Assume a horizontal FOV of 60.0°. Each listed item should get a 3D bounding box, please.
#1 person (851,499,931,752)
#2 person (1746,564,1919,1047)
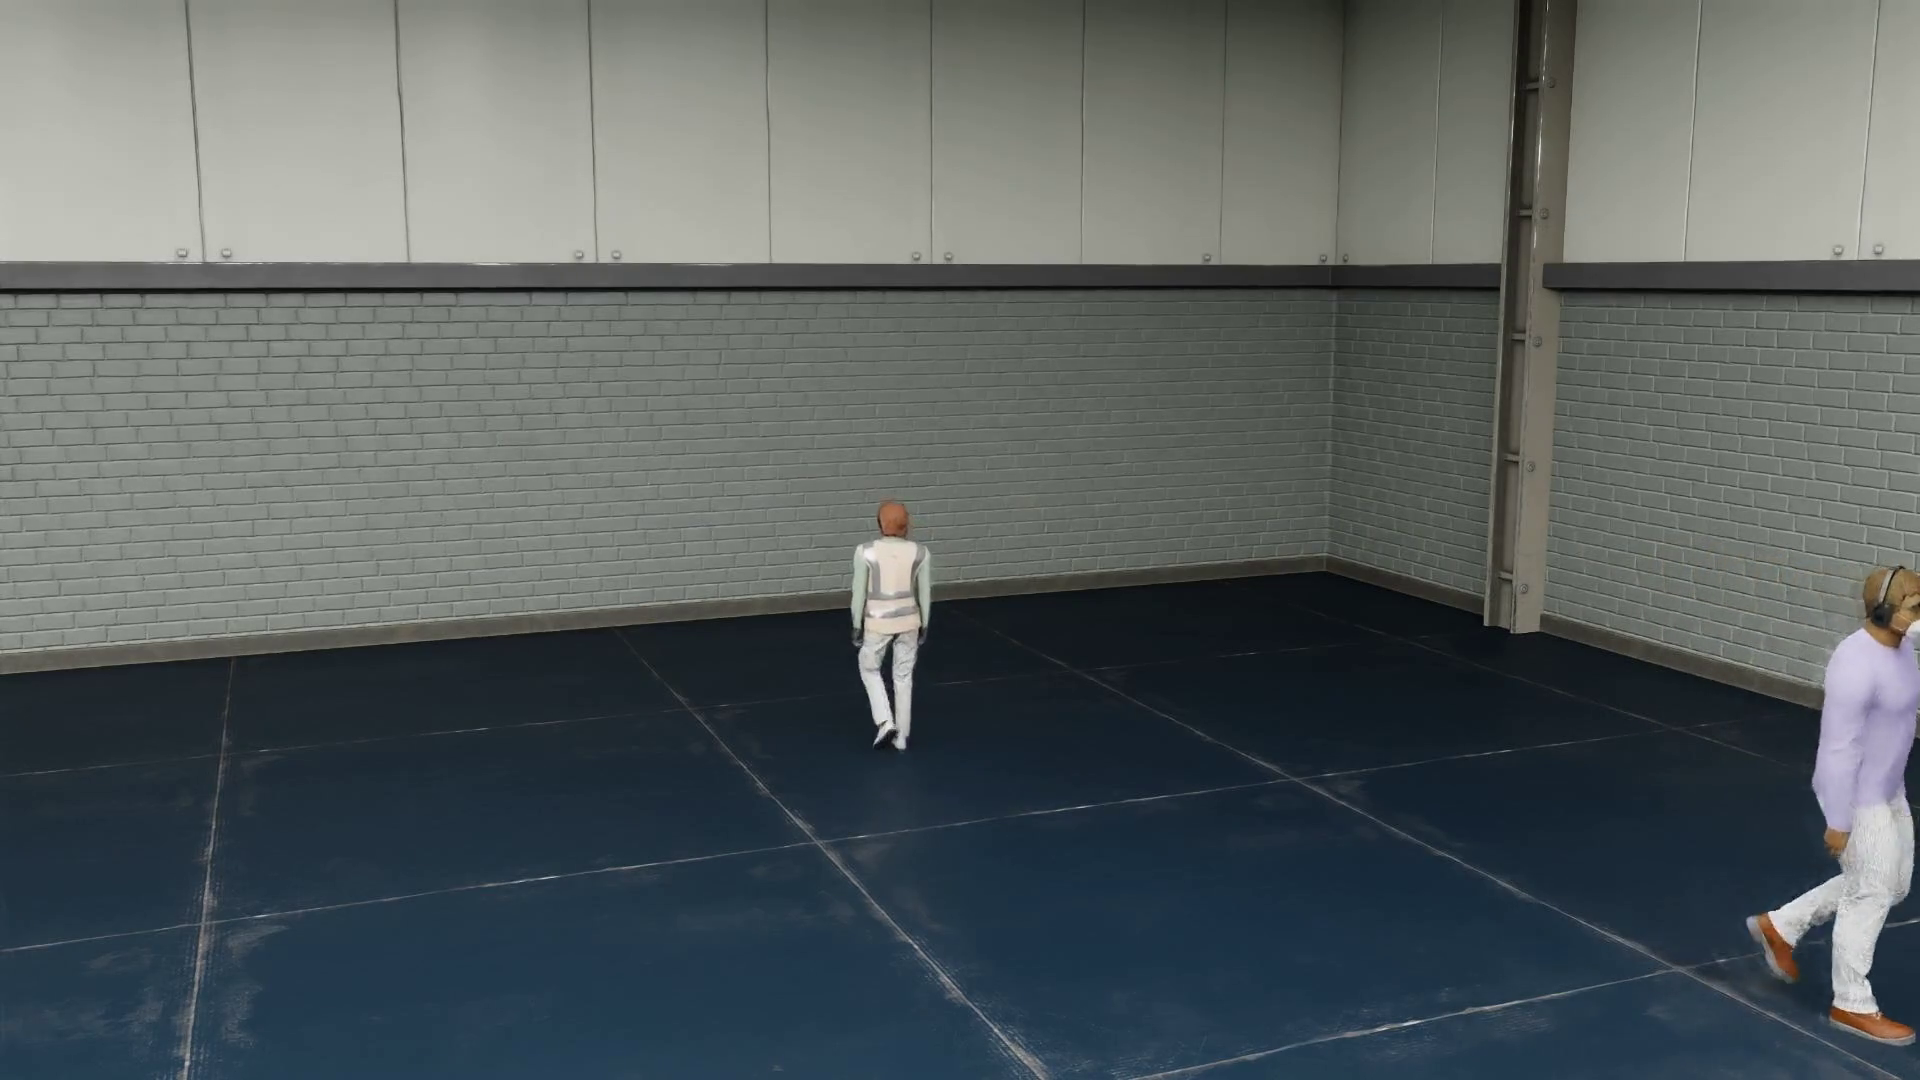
[{"bbox_3d":[-0.435,0.550,10.558,0.535,1.624,0.370,-3,9,-17],"label":"person"},{"bbox_3d":[3.554,1.024,6.661,0.595,1.918,0.643,8,12,41],"label":"person"}]
